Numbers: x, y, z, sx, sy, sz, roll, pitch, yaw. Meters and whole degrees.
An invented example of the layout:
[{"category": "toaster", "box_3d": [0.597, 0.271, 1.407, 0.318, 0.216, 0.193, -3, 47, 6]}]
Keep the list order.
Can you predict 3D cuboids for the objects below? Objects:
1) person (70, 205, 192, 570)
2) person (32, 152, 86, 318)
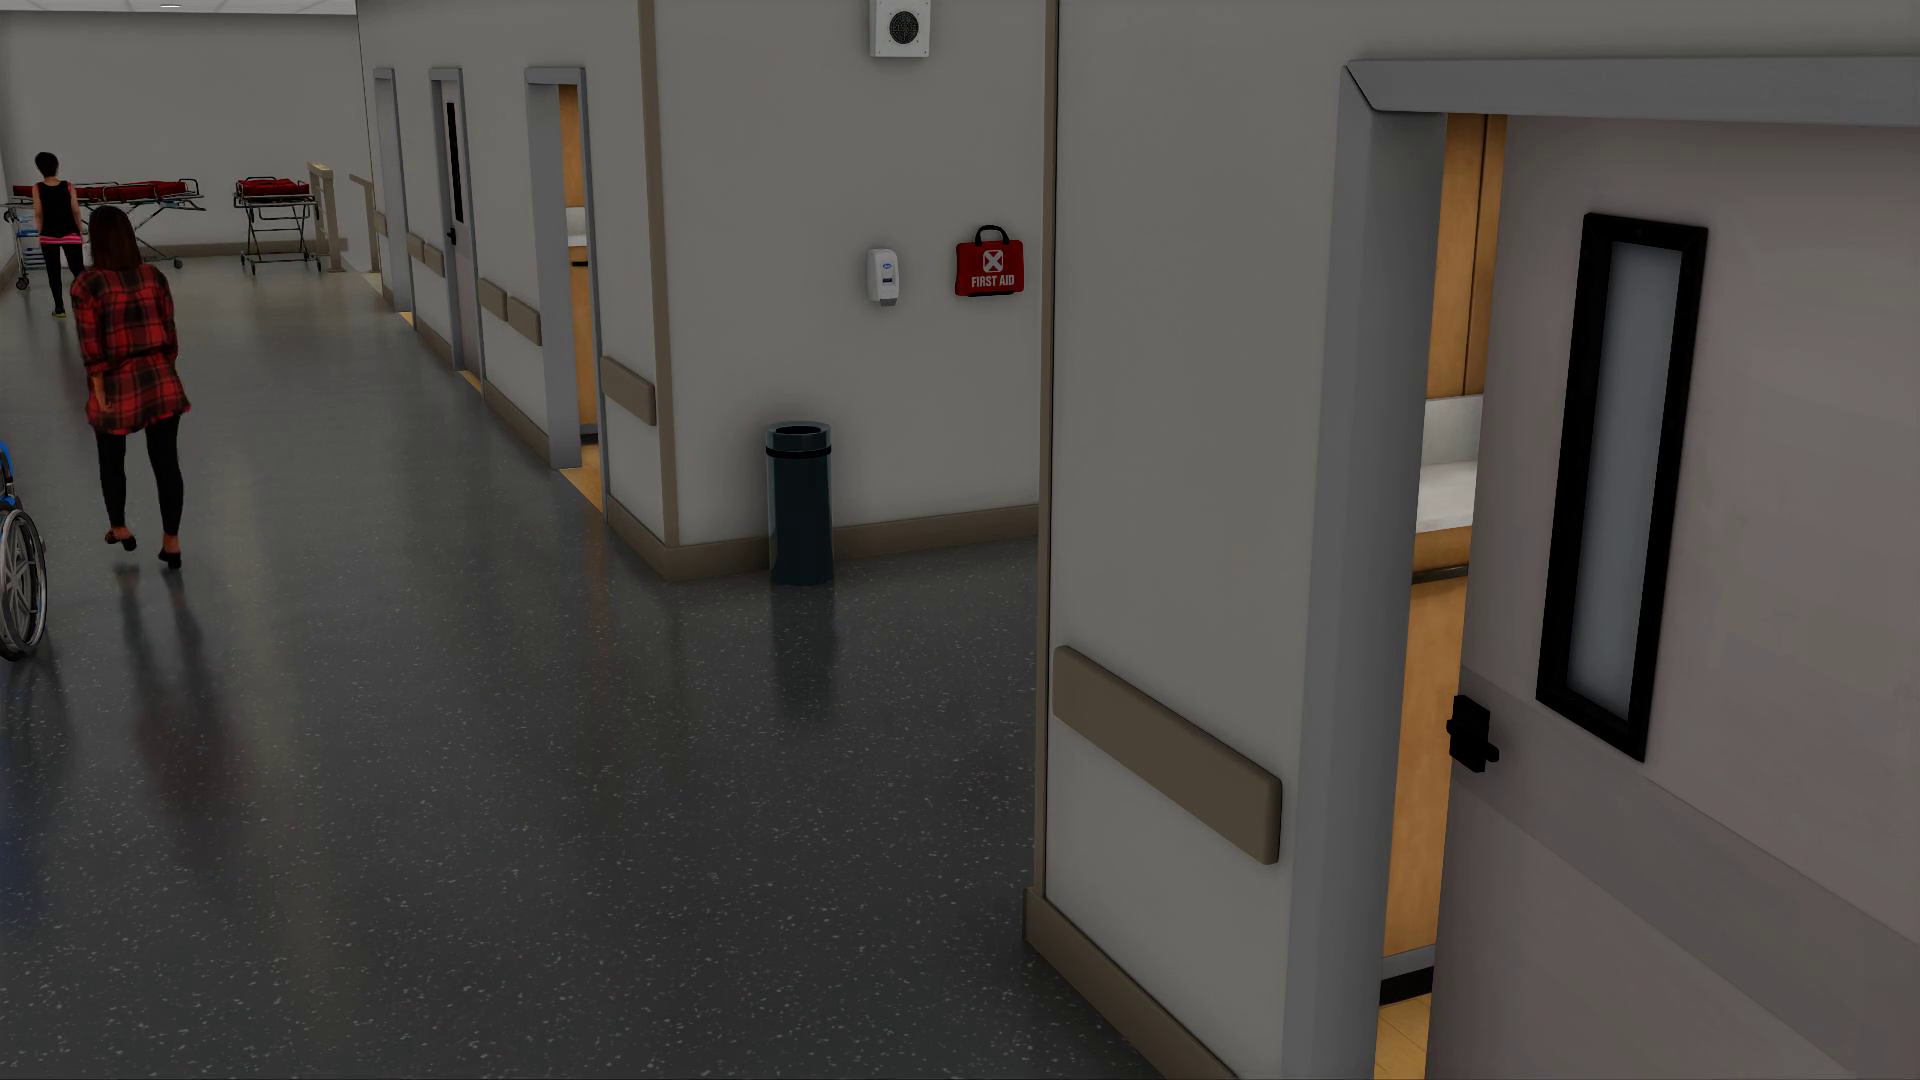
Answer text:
[{"category": "person", "box_3d": [-3.802, -0.682, 7.745, 0.764, 1.679, 0.944, -13, 20, -39]}, {"category": "person", "box_3d": [-8.645, -2.934, 15.969, 0.565, 1.550, 0.542, -10, 19, -33]}]
